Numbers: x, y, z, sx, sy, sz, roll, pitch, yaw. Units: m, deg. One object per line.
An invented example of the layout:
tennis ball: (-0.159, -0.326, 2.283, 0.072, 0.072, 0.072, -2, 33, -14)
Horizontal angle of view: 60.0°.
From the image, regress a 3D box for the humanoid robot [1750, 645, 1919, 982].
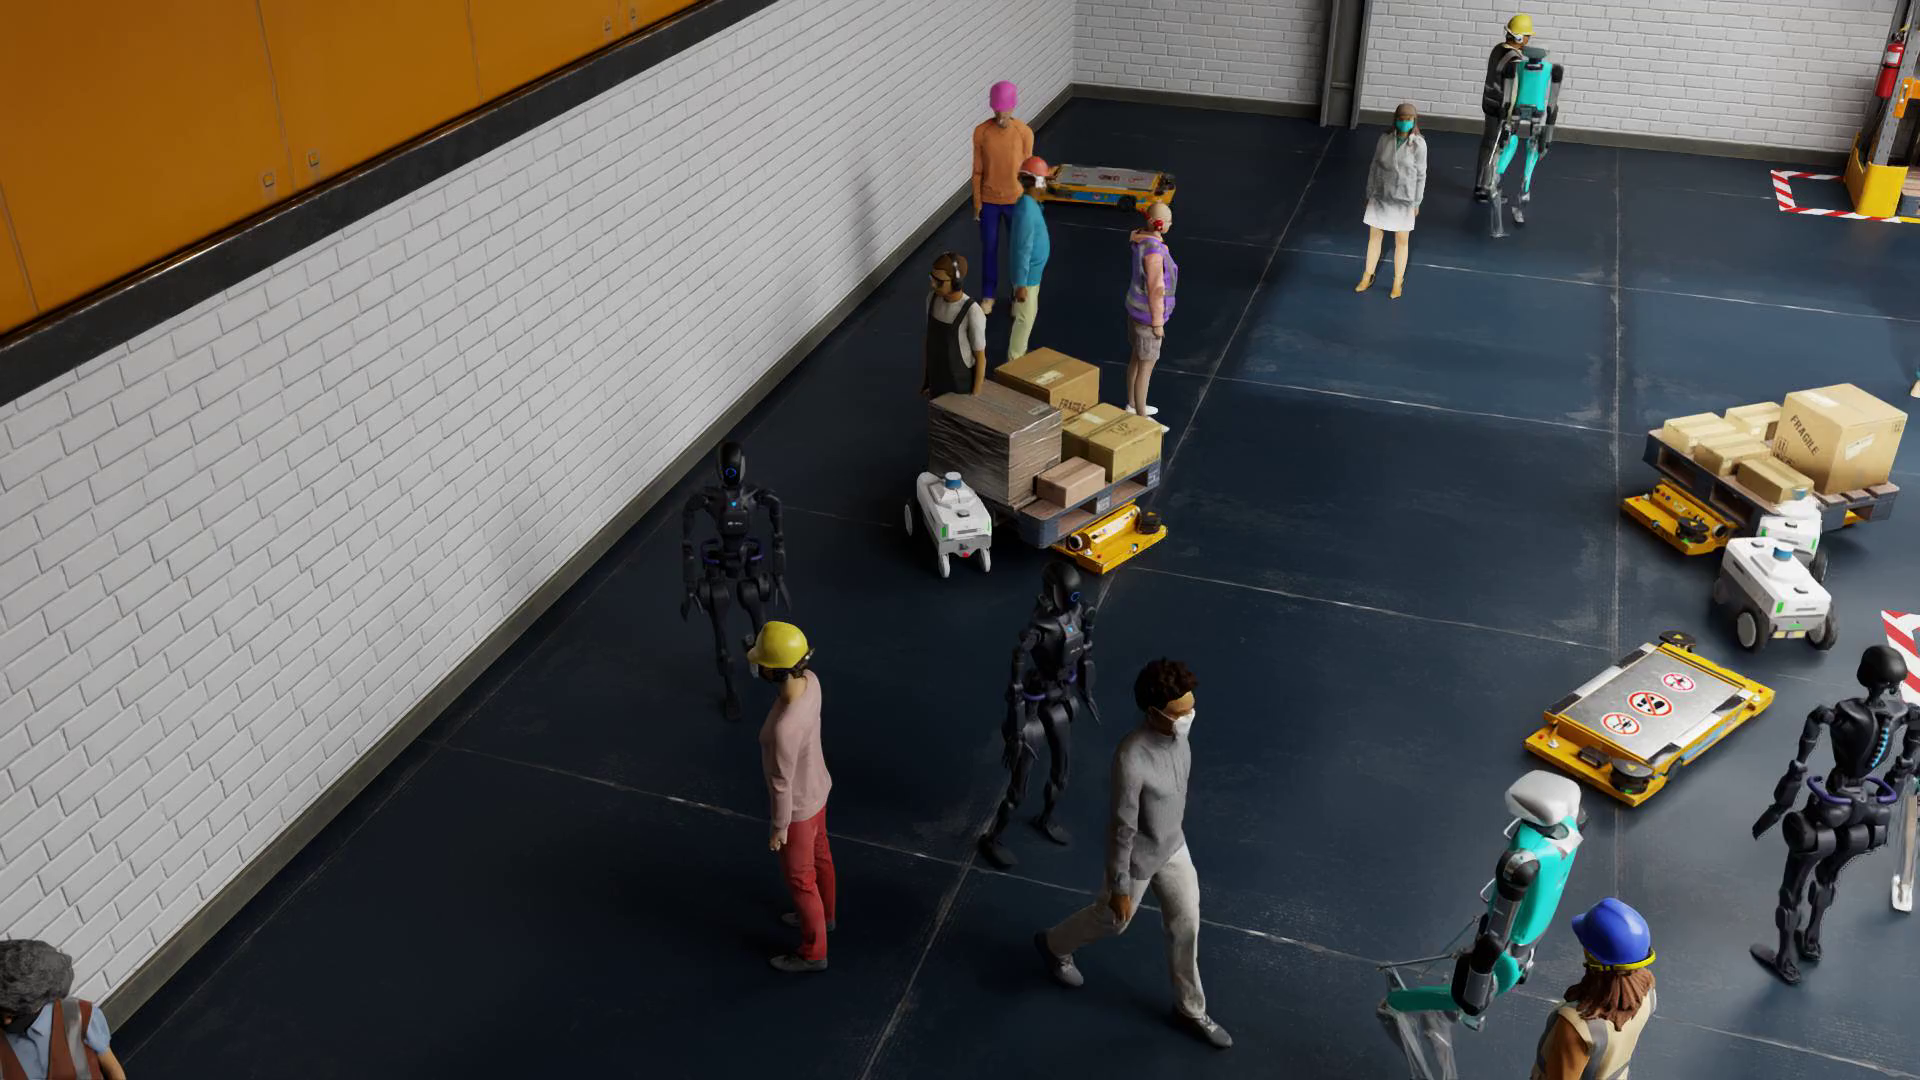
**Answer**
humanoid robot: (3.796, 1.179, 7.230, 0.587, 1.653, 0.323, -3, 31, -5)

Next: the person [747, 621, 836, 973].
person: (-0.729, 1.117, 7.258, 0.326, 1.760, 0.525, 5, 31, 8)

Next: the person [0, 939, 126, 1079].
person: (-3.076, 2.046, 5.741, 0.444, 1.686, 0.314, -13, 33, -22)

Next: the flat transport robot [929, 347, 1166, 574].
flat transport robot: (0.599, -0.217, 10.995, 1.431, 0.231, 0.659, 26, 39, 37)

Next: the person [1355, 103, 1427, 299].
person: (3.681, -2.881, 14.150, 0.496, 1.660, 0.335, 17, 34, 26)

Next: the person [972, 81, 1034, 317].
person: (0.345, -2.806, 13.725, 0.513, 1.974, 0.407, 4, 31, 6)

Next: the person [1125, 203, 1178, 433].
person: (1.354, -1.600, 11.940, 0.347, 1.693, 0.480, -3, 31, -6)

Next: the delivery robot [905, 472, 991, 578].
delivery robot: (-0.046, -0.160, 10.607, 0.499, 0.586, 0.773, -7, 31, -12)

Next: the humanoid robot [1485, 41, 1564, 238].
humanoid robot: (5.179, -3.666, 15.430, 0.558, 1.740, 0.928, 14, 33, 23)

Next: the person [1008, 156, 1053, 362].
person: (0.523, -2.014, 12.636, 0.322, 1.714, 0.713, 3, 31, 5)

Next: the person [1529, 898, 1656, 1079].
person: (2.140, 1.954, 5.812, 0.462, 1.778, 0.305, -20, 36, -31)

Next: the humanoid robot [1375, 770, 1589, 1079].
humanoid robot: (1.936, 1.625, 6.494, 0.685, 1.878, 0.553, 25, 39, 36)

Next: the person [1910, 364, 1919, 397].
person: (7.457, -1.896, 12.275, 0.397, 1.865, 0.526, -26, 39, -37)

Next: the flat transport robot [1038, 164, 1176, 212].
flat transport robot: (1.403, -3.518, 16.610, 1.431, 0.231, 0.659, 7, 31, 13)

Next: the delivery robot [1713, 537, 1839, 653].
delivery robot: (4.809, 0.292, 9.824, 0.499, 0.572, 0.747, -2, 31, -3)

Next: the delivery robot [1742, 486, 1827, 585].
delivery robot: (5.194, -0.073, 10.452, 0.499, 0.579, 0.753, 13, 33, 21)

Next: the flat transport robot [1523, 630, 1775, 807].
flat transport robot: (3.760, 0.943, 9.021, 1.431, 0.231, 0.659, -23, 37, -34)

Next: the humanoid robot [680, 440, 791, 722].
humanoid robot: (-1.223, 0.177, 8.927, 0.590, 1.645, 0.455, -7, 31, -11)

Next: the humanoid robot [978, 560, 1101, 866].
humanoid robot: (0.402, 0.791, 7.900, 0.606, 1.645, 0.361, -25, 39, -36)

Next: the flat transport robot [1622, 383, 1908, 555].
flat transport robot: (5.208, -0.235, 11.025, 1.431, 0.231, 0.659, -10, 32, -16)

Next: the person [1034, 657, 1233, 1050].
person: (0.734, 1.258, 6.916, 0.930, 1.862, 0.555, 23, 37, 33)

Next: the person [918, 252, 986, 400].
person: (-0.061, -0.986, 10.750, 0.340, 1.843, 0.512, -27, 40, -37)

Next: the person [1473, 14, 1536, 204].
person: (5.307, -4.210, 16.258, 0.403, 1.821, 0.593, -1, 30, -1)

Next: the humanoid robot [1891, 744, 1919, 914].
humanoid robot: (4.551, 0.957, 7.550, 0.537, 1.794, 0.691, 11, 32, 19)
